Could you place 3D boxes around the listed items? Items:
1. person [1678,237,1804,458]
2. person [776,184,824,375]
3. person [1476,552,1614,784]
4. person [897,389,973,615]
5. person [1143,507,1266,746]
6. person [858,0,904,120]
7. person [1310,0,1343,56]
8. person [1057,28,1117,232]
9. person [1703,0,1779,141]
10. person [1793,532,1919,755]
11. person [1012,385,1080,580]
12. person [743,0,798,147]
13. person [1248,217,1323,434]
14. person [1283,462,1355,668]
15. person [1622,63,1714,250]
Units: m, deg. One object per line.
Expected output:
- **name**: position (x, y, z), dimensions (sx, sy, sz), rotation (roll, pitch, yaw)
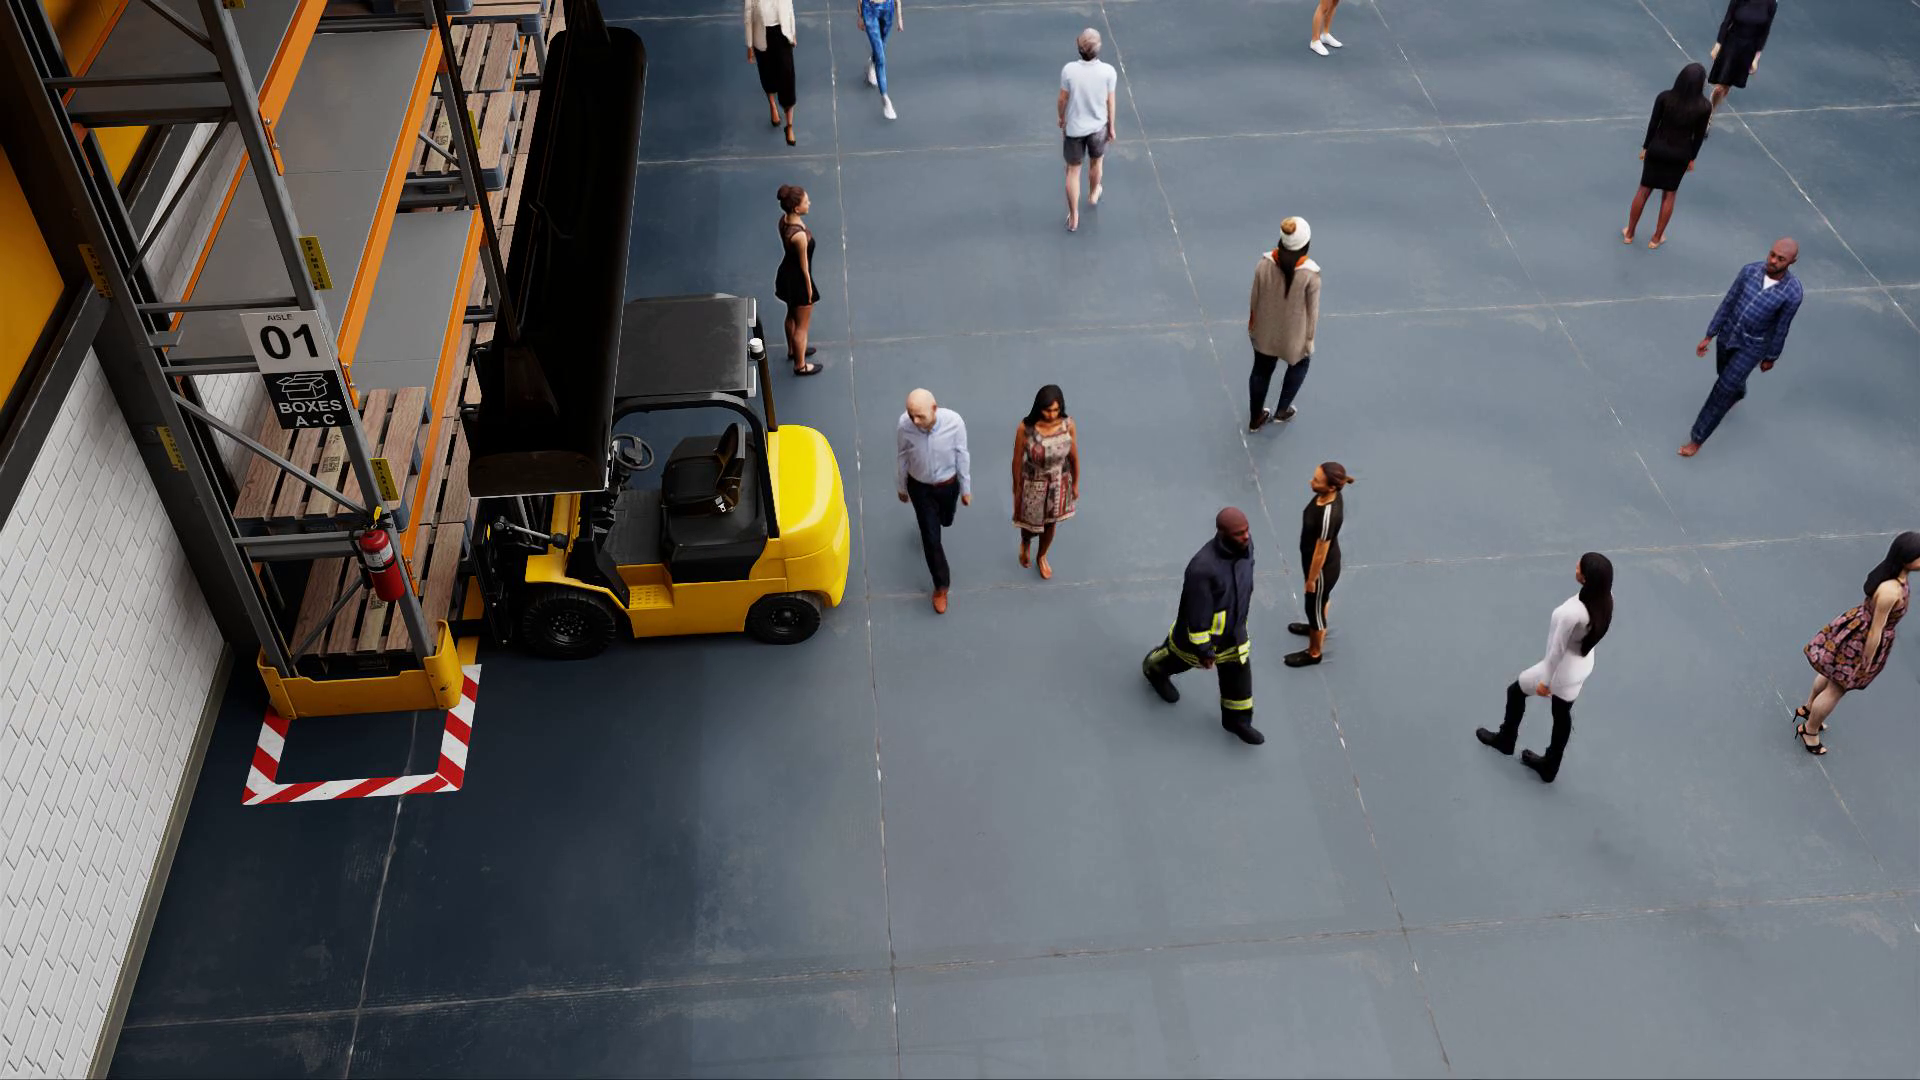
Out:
- **person**: position (5.891, -1.518, 12.430), dimensions (1.102, 1.777, 1.210), rotation (-26, 49, -25)
- **person**: position (-1.282, -2.055, 13.067), dimensions (0.711, 1.676, 0.594), rotation (-17, 46, -17)
- **person**: position (3.673, 0.835, 9.952), dimensions (0.835, 1.789, 0.917), rotation (-26, 49, -25)
- **person**: position (-0.189, -0.398, 11.275), dimensions (0.664, 1.748, 1.107), rotation (-4, 44, -4)
- **person**: position (1.488, 0.453, 10.352), dimensions (1.136, 1.789, 1.309), rotation (-29, 51, -27)
- **person**: position (-0.815, -5.099, 16.216), dimensions (0.729, 1.738, 1.289), rotation (-11, 45, -11)
- **person**: position (3.851, -5.856, 17.018), dimensions (0.670, 1.730, 0.714), rotation (-34, 53, -31)
- **person**: position (1.088, -3.527, 14.518), dimensions (0.795, 1.805, 1.012), rotation (4, 44, 5)
- **person**: position (7.335, -4.631, 15.730), dimensions (0.660, 1.732, 0.780), rotation (7, 44, 7)
- **person**: position (5.520, 0.627, 10.180), dimensions (0.850, 1.774, 0.766), rotation (17, 46, 17)
- **person**: position (0.568, -0.455, 11.417), dimensions (0.676, 1.635, 0.717), rotation (-8, 44, -9)
- **person**: position (-1.797, -4.719, 15.749), dimensions (0.765, 1.833, 1.002), rotation (-11, 45, -11)
- **person**: position (2.363, -1.548, 12.392), dimensions (0.855, 1.873, 0.886), rotation (23, 48, 22)
- **person**: position (2.344, 0.132, 10.781), dimensions (0.709, 1.662, 0.568), rotation (8, 44, 9)
- **person**: position (6.118, -3.329, 14.371), dimensions (0.680, 1.720, 0.670), rotation (18, 46, 18)
